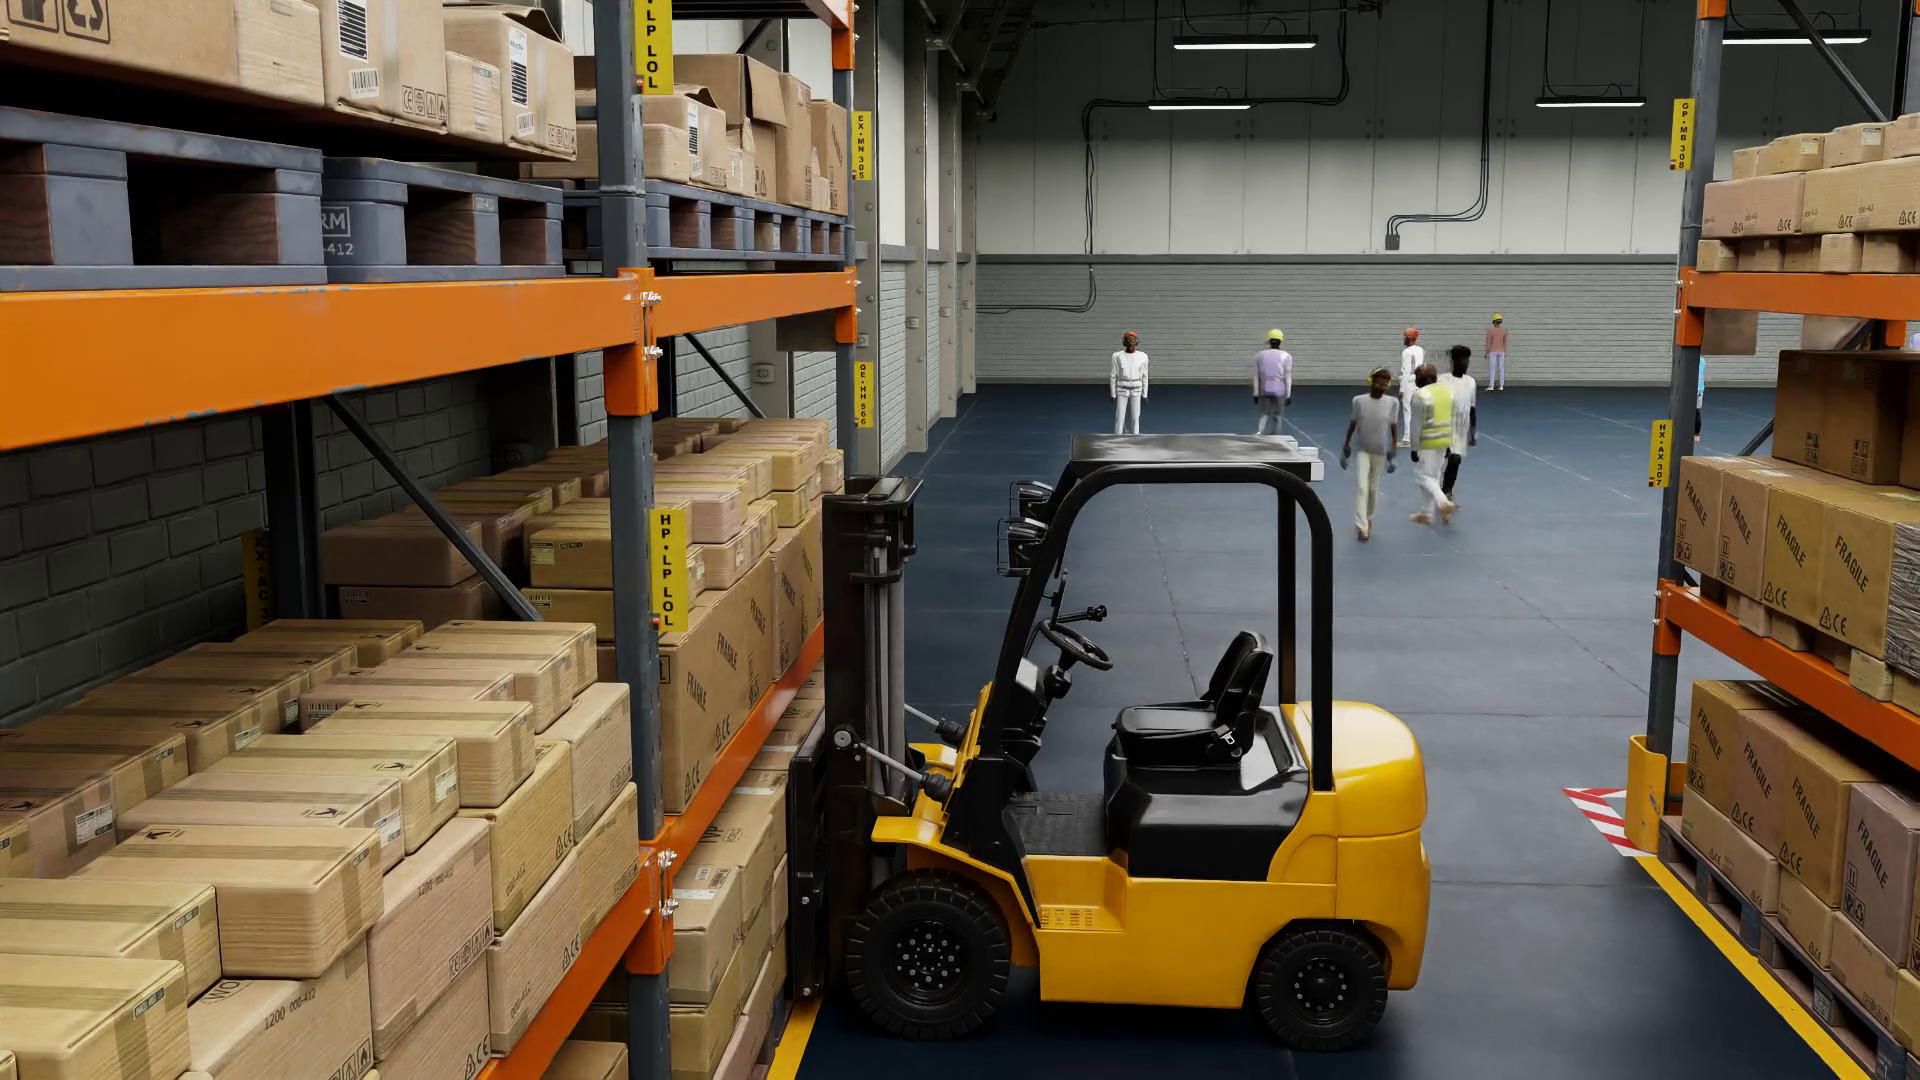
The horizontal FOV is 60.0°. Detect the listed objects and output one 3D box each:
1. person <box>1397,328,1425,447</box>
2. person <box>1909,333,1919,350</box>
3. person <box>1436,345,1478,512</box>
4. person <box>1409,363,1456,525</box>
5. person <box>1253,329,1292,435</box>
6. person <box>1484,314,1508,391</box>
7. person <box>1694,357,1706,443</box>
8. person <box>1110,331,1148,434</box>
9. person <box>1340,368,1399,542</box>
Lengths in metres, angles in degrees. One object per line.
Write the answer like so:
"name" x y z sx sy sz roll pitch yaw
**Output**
"person" 7.108 -2.402 26.273 0.353 1.883 0.572 8 13 41
"person" 18.086 -3.245 31.218 0.373 1.934 0.551 -3 10 -17
"person" 5.760 -1.286 19.319 0.642 1.943 0.537 -5 11 -29
"person" 5.196 -1.035 18.224 0.648 1.813 0.718 -5 11 -29
"person" 4.771 -2.280 25.484 0.587 1.903 0.606 5 11 29
"person" 12.250 -4.282 38.022 0.524 1.769 0.314 -2 10 -11
"person" 11.773 -2.389 26.745 0.540 1.698 0.317 -9 13 -42
"person" 2.534 -2.180 24.931 0.572 1.883 0.356 -1 9 -3
"person" 4.324 -0.912 17.535 0.571 1.812 0.940 1 9 8
